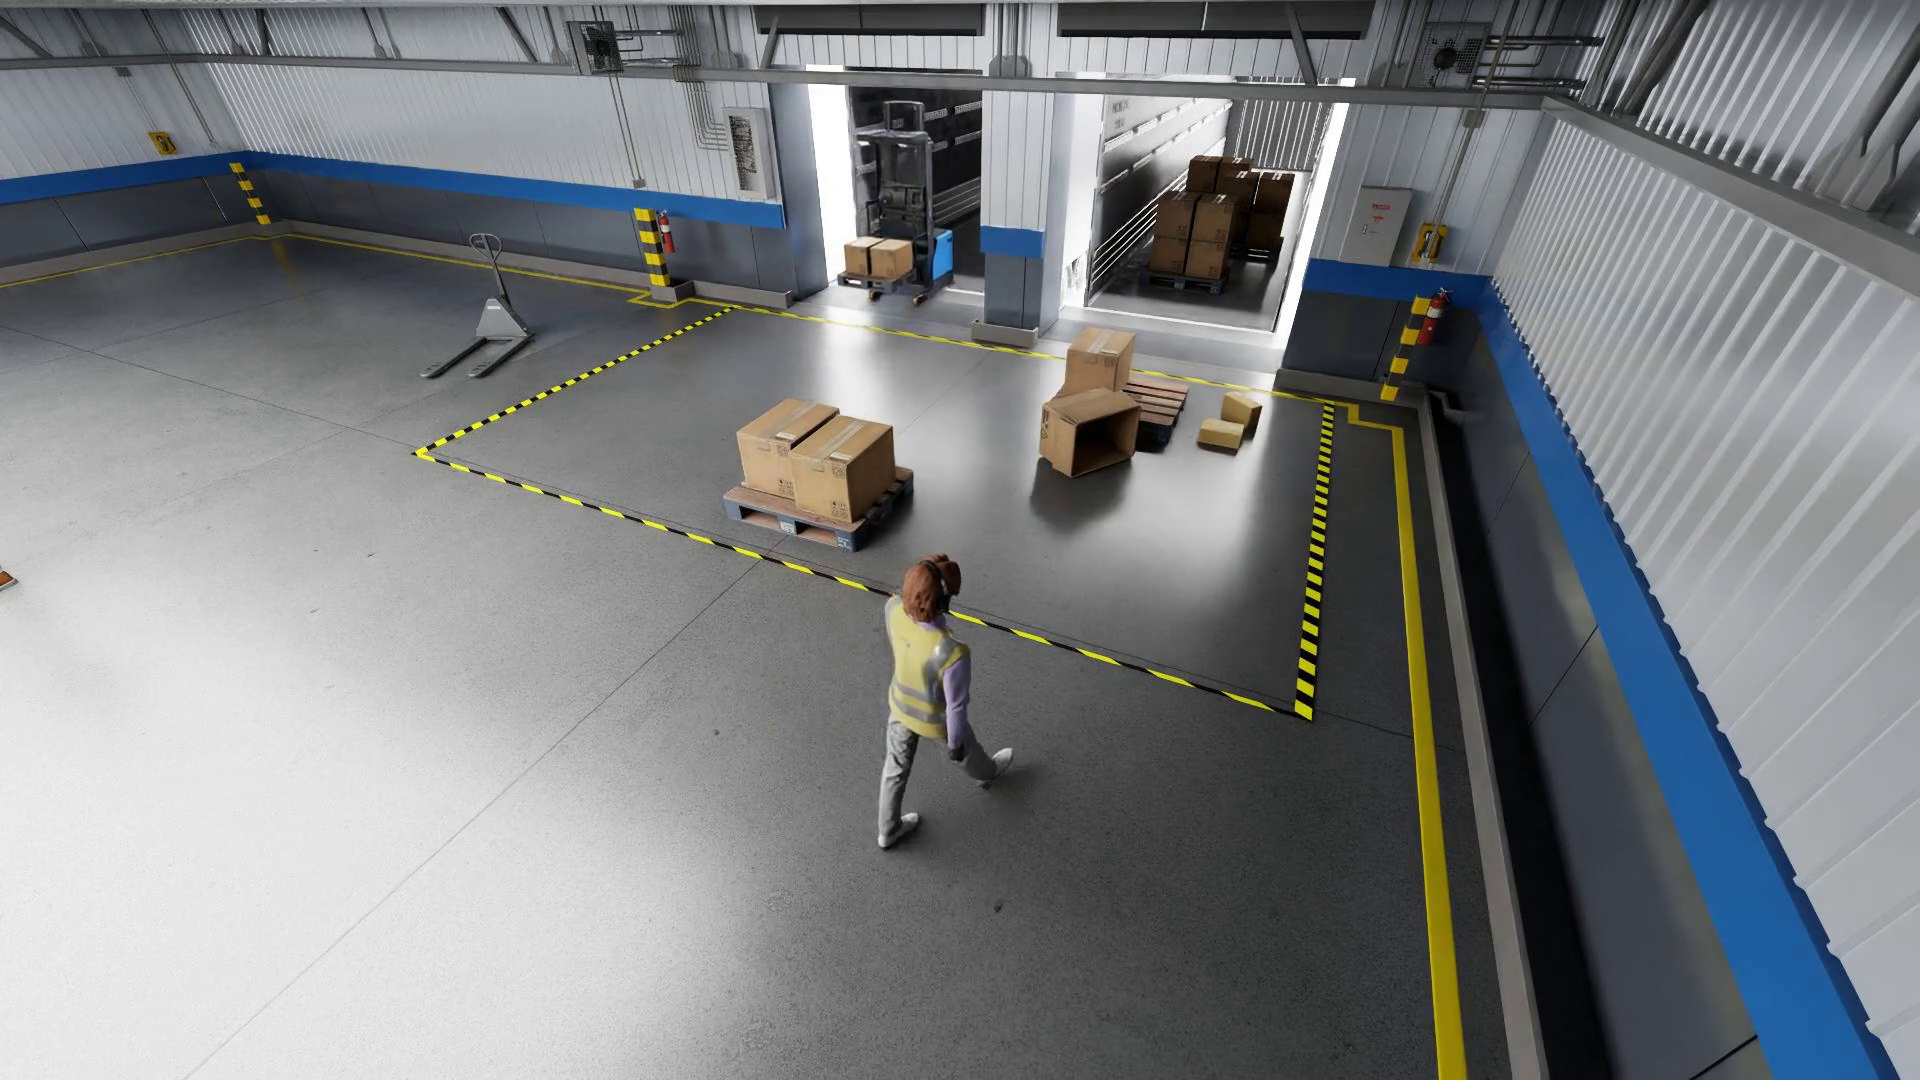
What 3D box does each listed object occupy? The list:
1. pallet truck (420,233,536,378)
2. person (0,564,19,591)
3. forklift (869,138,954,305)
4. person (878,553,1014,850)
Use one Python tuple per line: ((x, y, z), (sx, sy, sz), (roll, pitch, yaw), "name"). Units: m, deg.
((-5.664, -2.712, 8.427), (0.680, 1.201, 1.601), (0, 35, -1), "pallet truck")
((-6.913, -0.453, 4.646), (0.604, 1.948, 0.383), (16, 38, 21), "person")
((-0.592, -4.602, 10.390), (0.716, 2.013, 0.776), (15, 38, 20), "forklift")
((-0.073, 0.700, 3.318), (0.831, 1.592, 0.539), (-30, 45, -35), "person")
